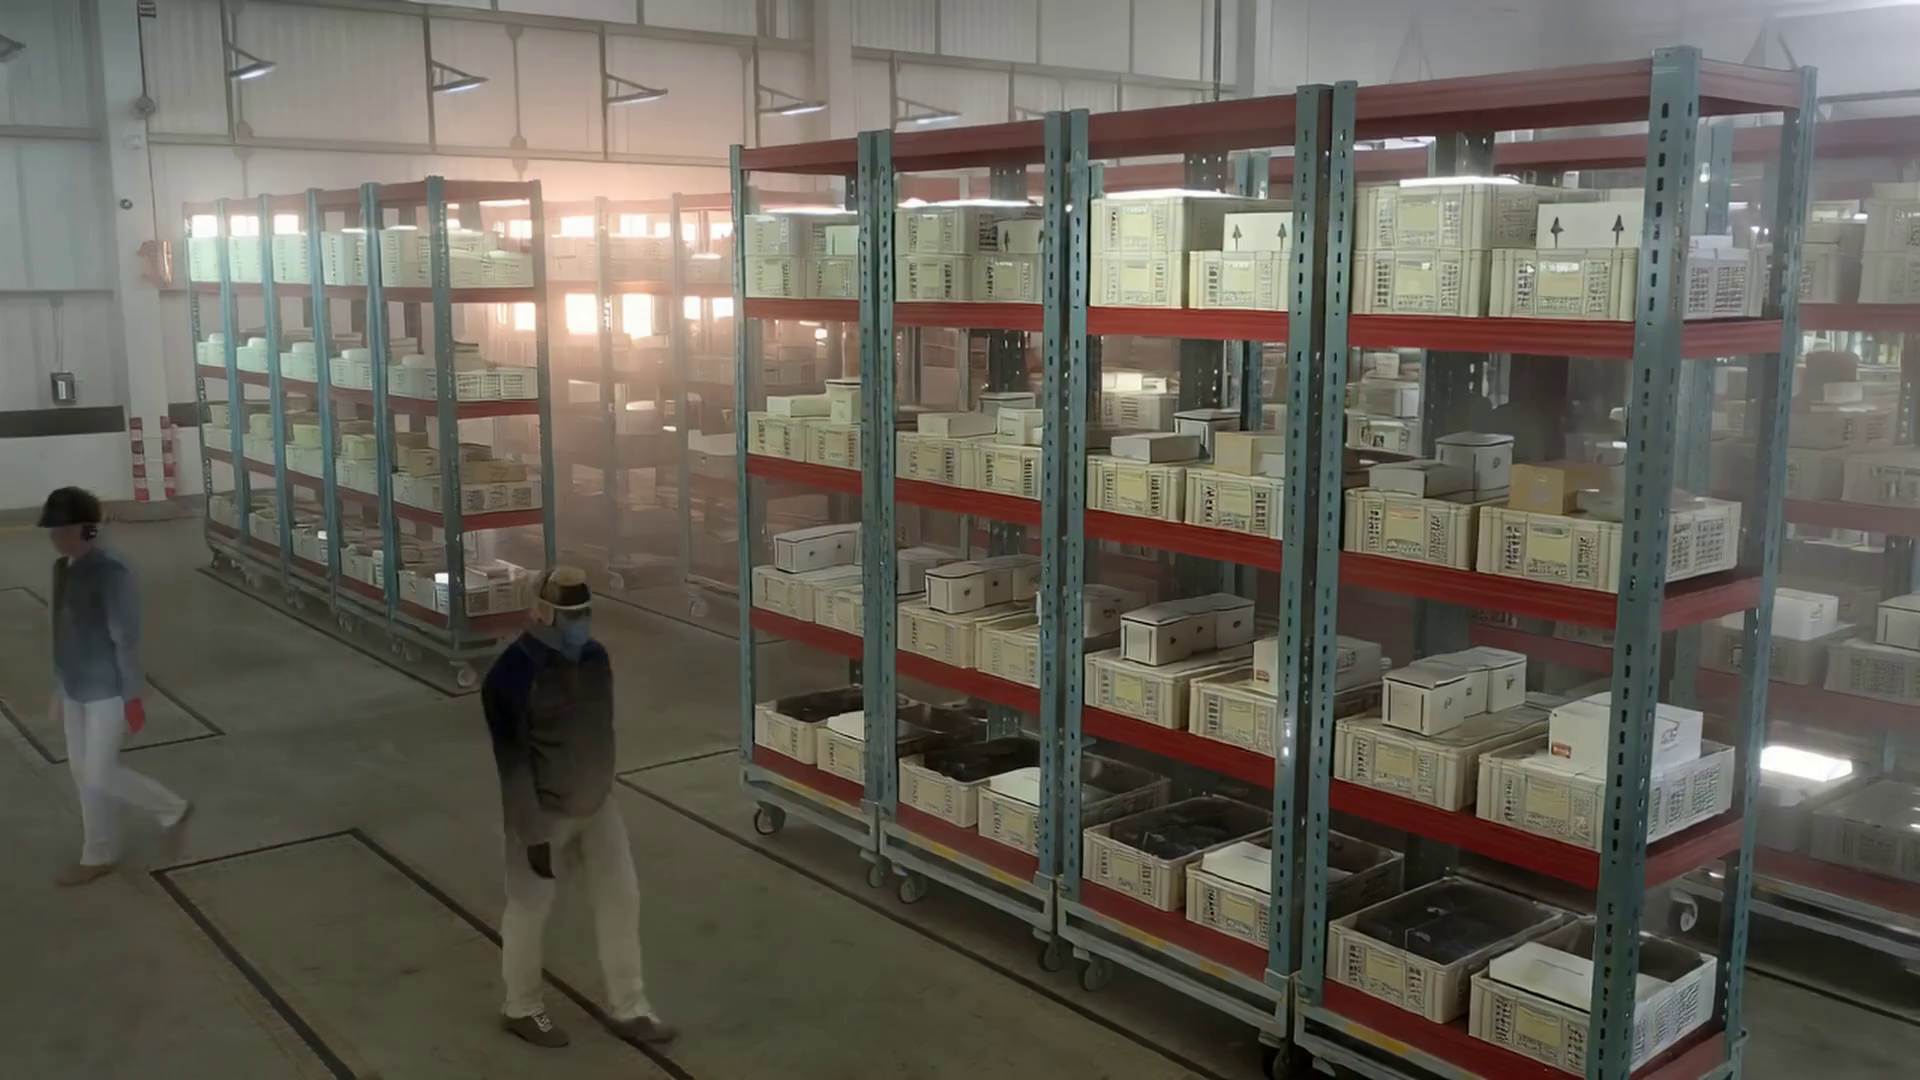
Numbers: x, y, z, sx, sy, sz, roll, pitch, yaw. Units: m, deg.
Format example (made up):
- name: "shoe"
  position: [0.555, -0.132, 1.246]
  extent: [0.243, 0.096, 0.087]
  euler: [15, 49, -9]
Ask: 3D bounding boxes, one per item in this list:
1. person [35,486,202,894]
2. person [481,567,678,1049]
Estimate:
- name: "person"
  position: [-4.129, 0.703, 8.066]
  extent: [0.628, 1.979, 0.563]
  euler: [6, 11, 34]
- name: "person"
  position: [-1.452, 1.040, 6.290]
  extent: [0.789, 1.884, 0.640]
  euler: [6, 11, 31]
